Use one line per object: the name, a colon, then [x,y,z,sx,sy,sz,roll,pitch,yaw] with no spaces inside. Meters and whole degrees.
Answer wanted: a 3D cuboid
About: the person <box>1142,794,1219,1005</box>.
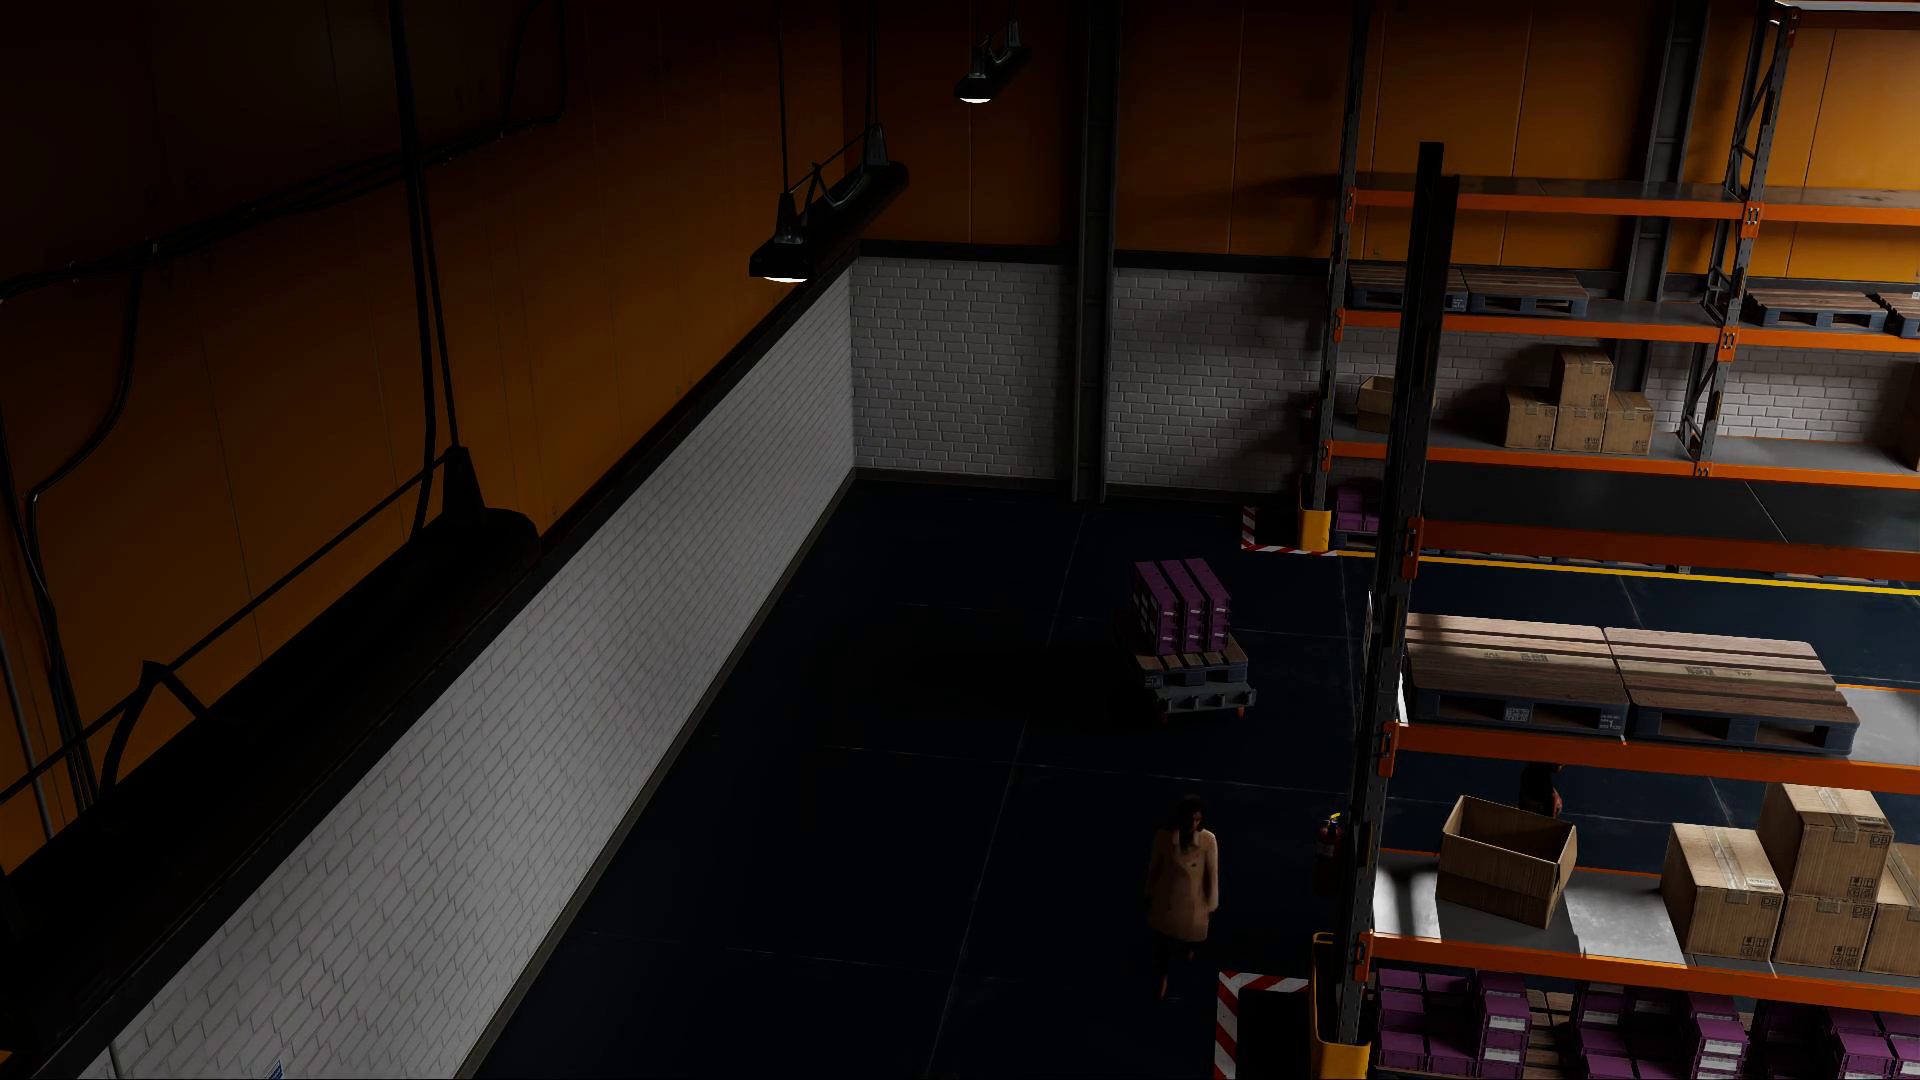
person: [1.566,2.448,11.516,0.794,1.674,0.841,10,26,22]
